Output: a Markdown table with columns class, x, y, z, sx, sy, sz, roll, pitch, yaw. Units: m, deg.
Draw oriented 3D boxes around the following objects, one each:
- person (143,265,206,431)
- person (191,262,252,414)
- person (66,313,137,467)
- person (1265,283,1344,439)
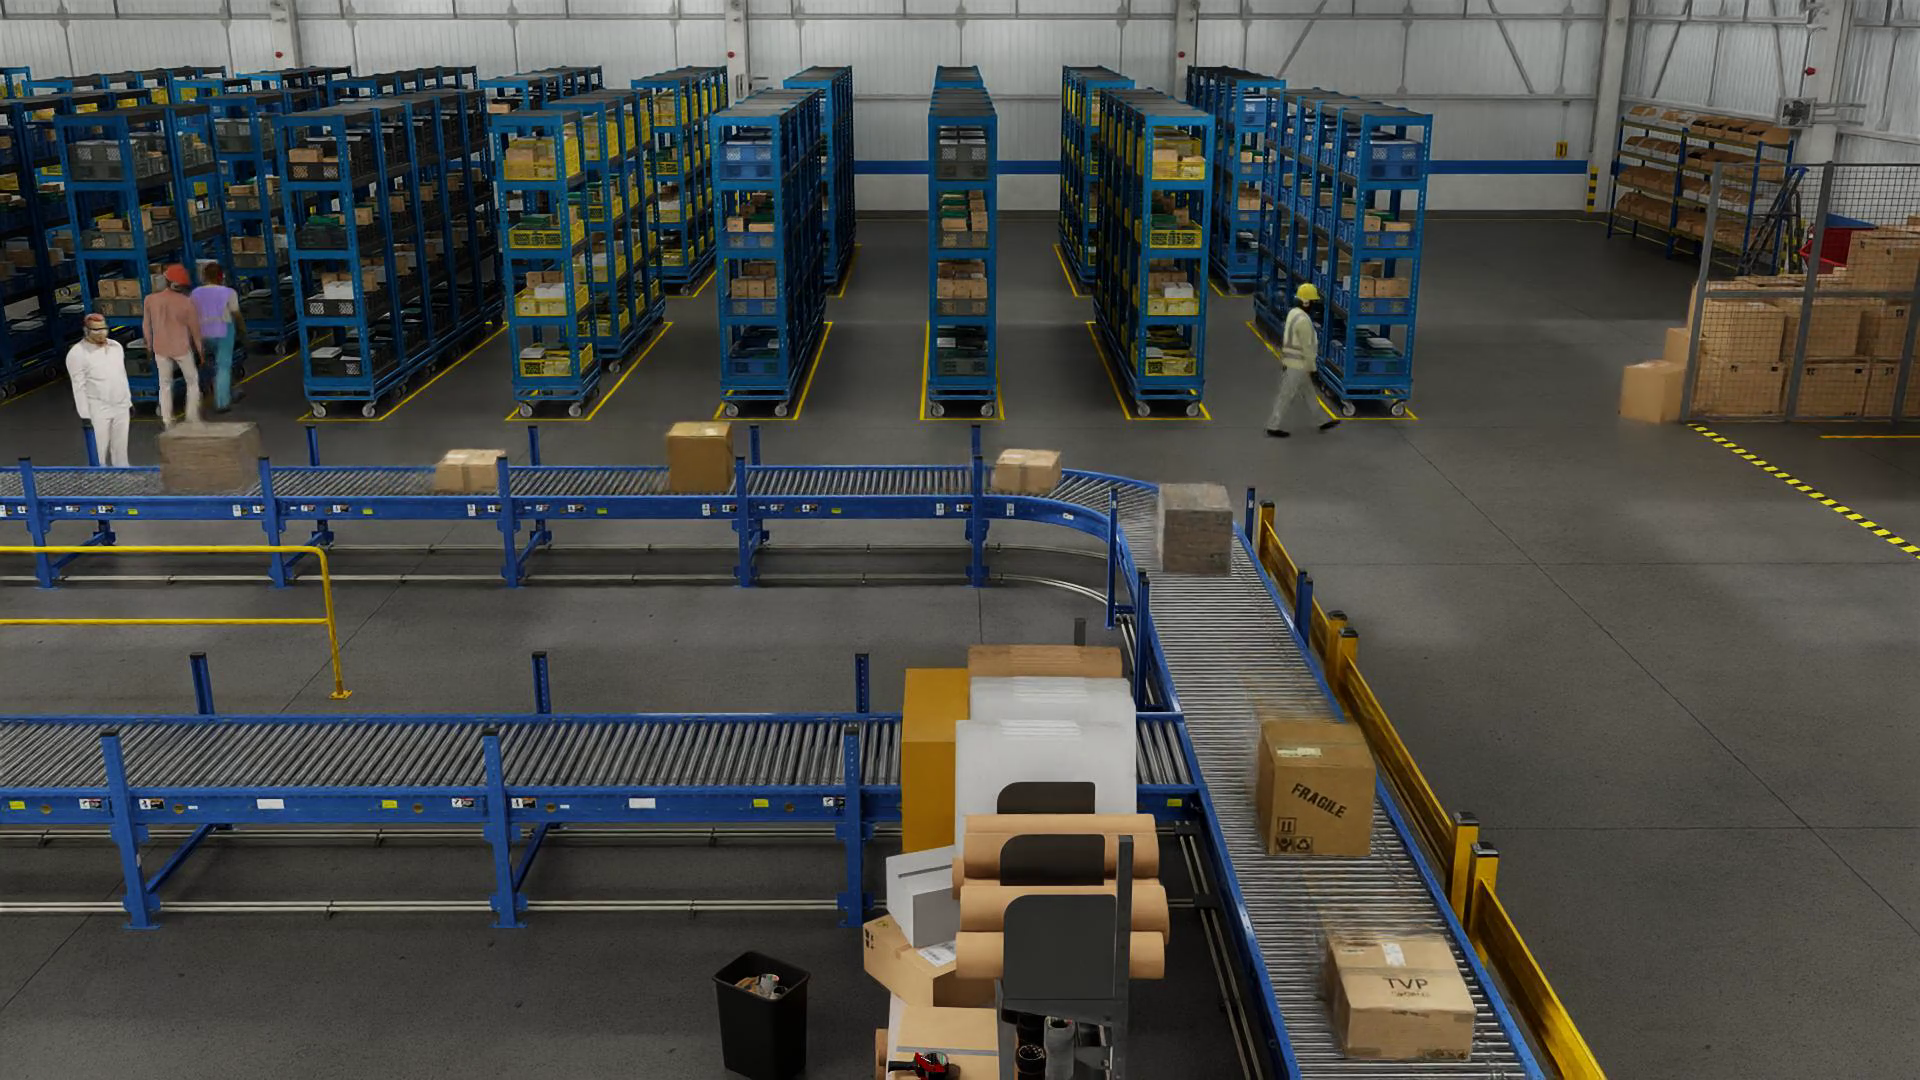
| class | x | y | z | sx | sy | sz | roll | pitch | yaw |
| --- | --- | --- | --- | --- | --- | --- | --- | --- | --- |
| person | -9.078 | -2.184 | 19.200 | 0.686 | 1.953 | 0.452 | -1 | 18 | -4 |
| person | -9.015 | -2.501 | 20.415 | 0.565 | 1.802 | 0.923 | 3 | 18 | 9 |
| person | -8.515 | -1.320 | 16.628 | 0.399 | 1.905 | 0.643 | 7 | 19 | 20 |
| person | 3.968 | -2.035 | 19.013 | 0.950 | 1.780 | 0.600 | 1 | 18 | 3 |
